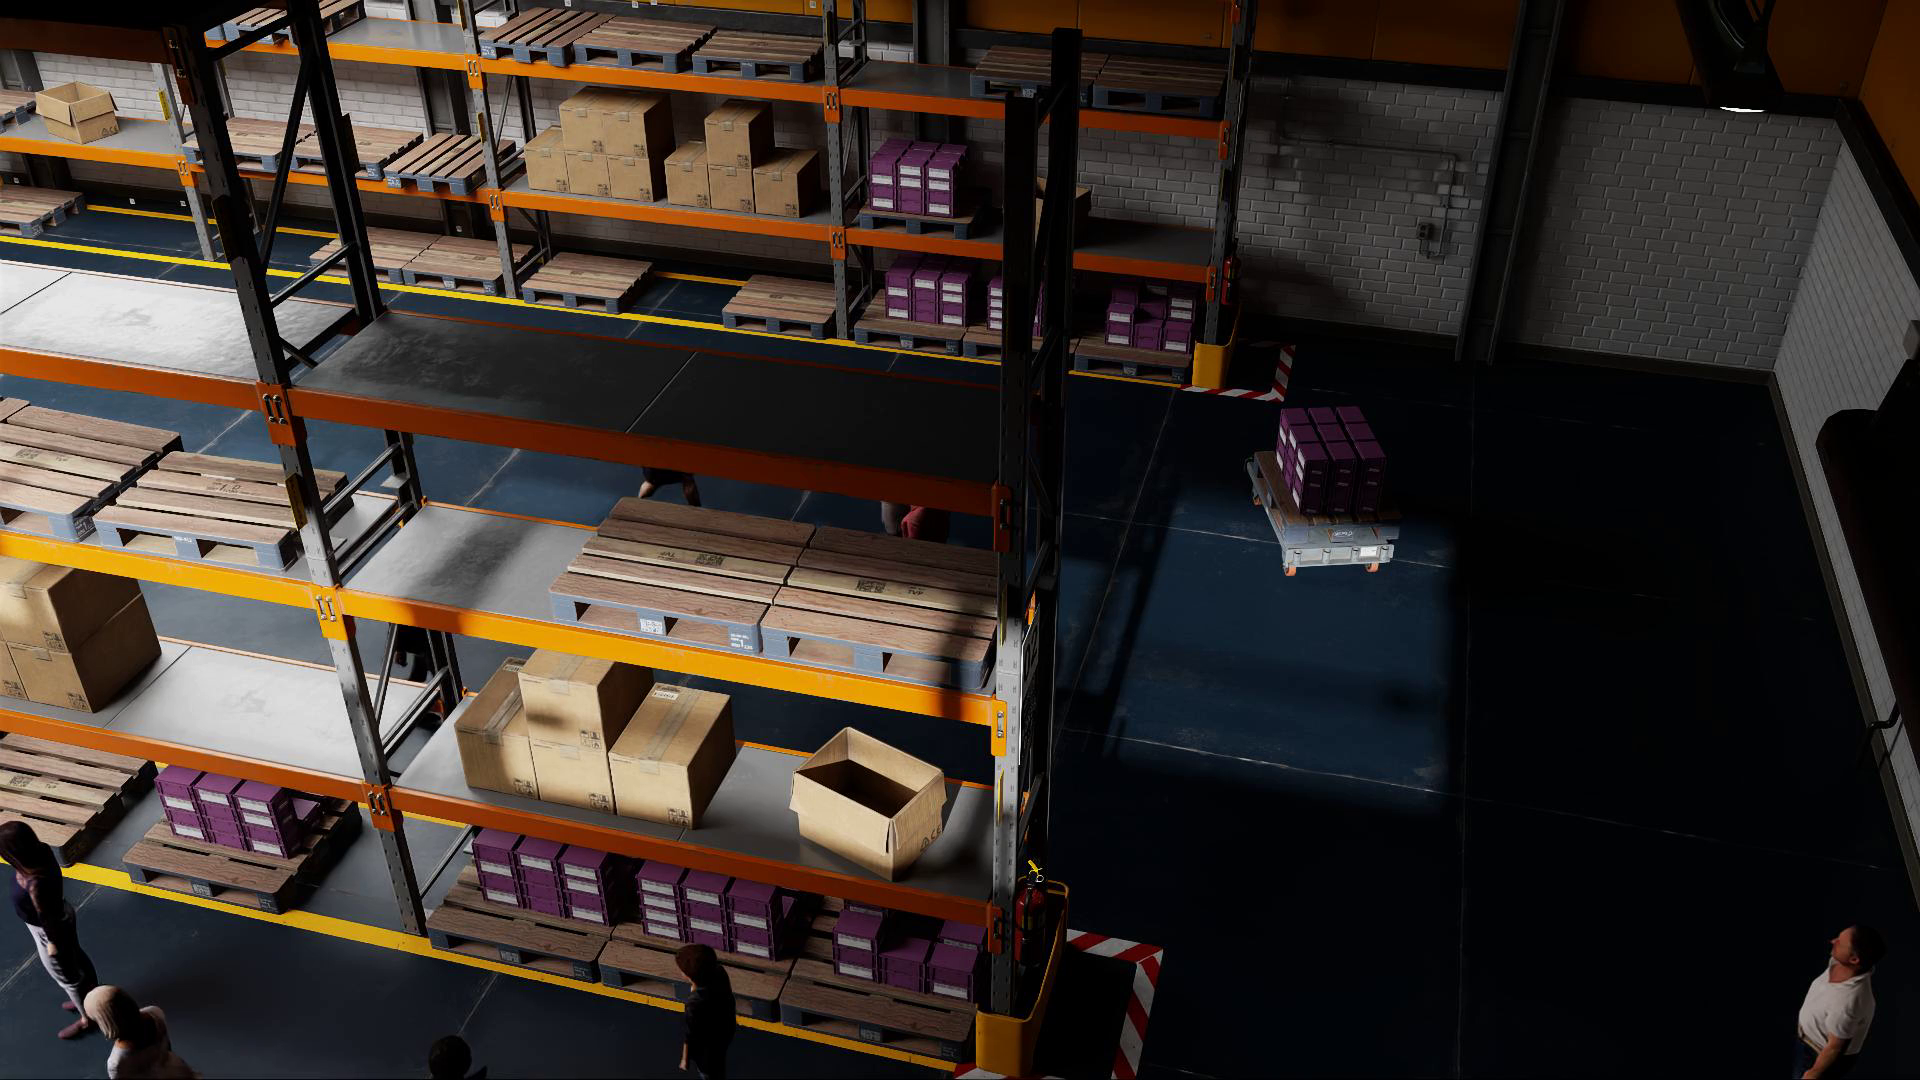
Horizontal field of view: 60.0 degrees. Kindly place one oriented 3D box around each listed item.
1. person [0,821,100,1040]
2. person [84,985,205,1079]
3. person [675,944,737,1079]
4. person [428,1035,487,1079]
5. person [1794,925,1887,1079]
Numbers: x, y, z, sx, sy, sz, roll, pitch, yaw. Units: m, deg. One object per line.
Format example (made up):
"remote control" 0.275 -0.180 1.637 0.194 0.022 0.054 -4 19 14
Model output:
"person" -5.455 2.315 9.985 0.740 1.608 0.693 -15 36 -21
"person" -4.243 2.990 8.859 0.707 1.732 0.830 6 34 9
"person" -1.357 2.826 9.368 0.617 1.440 0.558 11 35 16
"person" -2.544 3.200 8.607 0.590 1.660 0.663 25 41 32
"person" 4.719 2.783 9.058 0.649 1.855 0.705 16 37 23
